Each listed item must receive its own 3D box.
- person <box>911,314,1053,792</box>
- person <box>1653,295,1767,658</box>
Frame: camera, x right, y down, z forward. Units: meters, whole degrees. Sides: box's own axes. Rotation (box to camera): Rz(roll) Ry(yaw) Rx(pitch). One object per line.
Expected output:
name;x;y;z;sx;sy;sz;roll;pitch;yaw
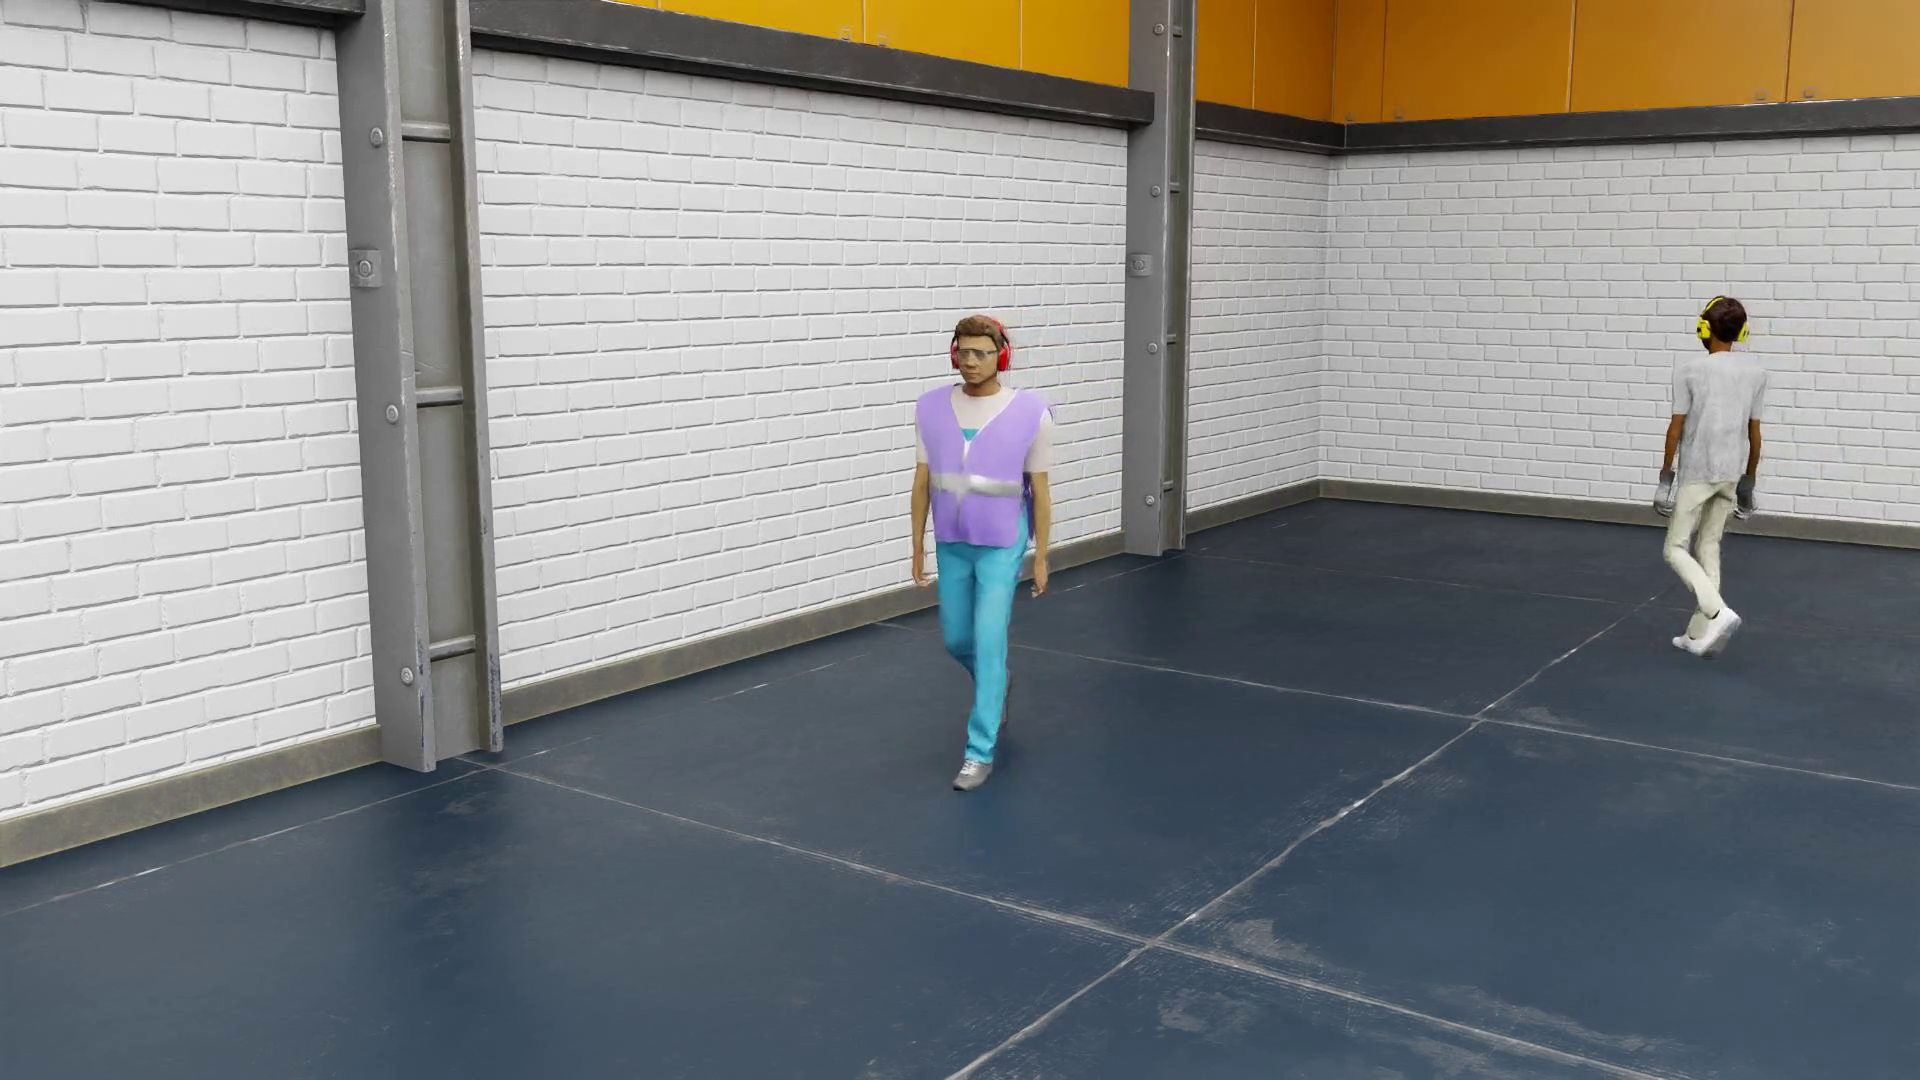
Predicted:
person;0.107;0.013;6.612;0.575;1.826;0.780;4;10;23
person;3.784;-0.292;8.362;0.533;1.846;0.583;-1;10;-8
